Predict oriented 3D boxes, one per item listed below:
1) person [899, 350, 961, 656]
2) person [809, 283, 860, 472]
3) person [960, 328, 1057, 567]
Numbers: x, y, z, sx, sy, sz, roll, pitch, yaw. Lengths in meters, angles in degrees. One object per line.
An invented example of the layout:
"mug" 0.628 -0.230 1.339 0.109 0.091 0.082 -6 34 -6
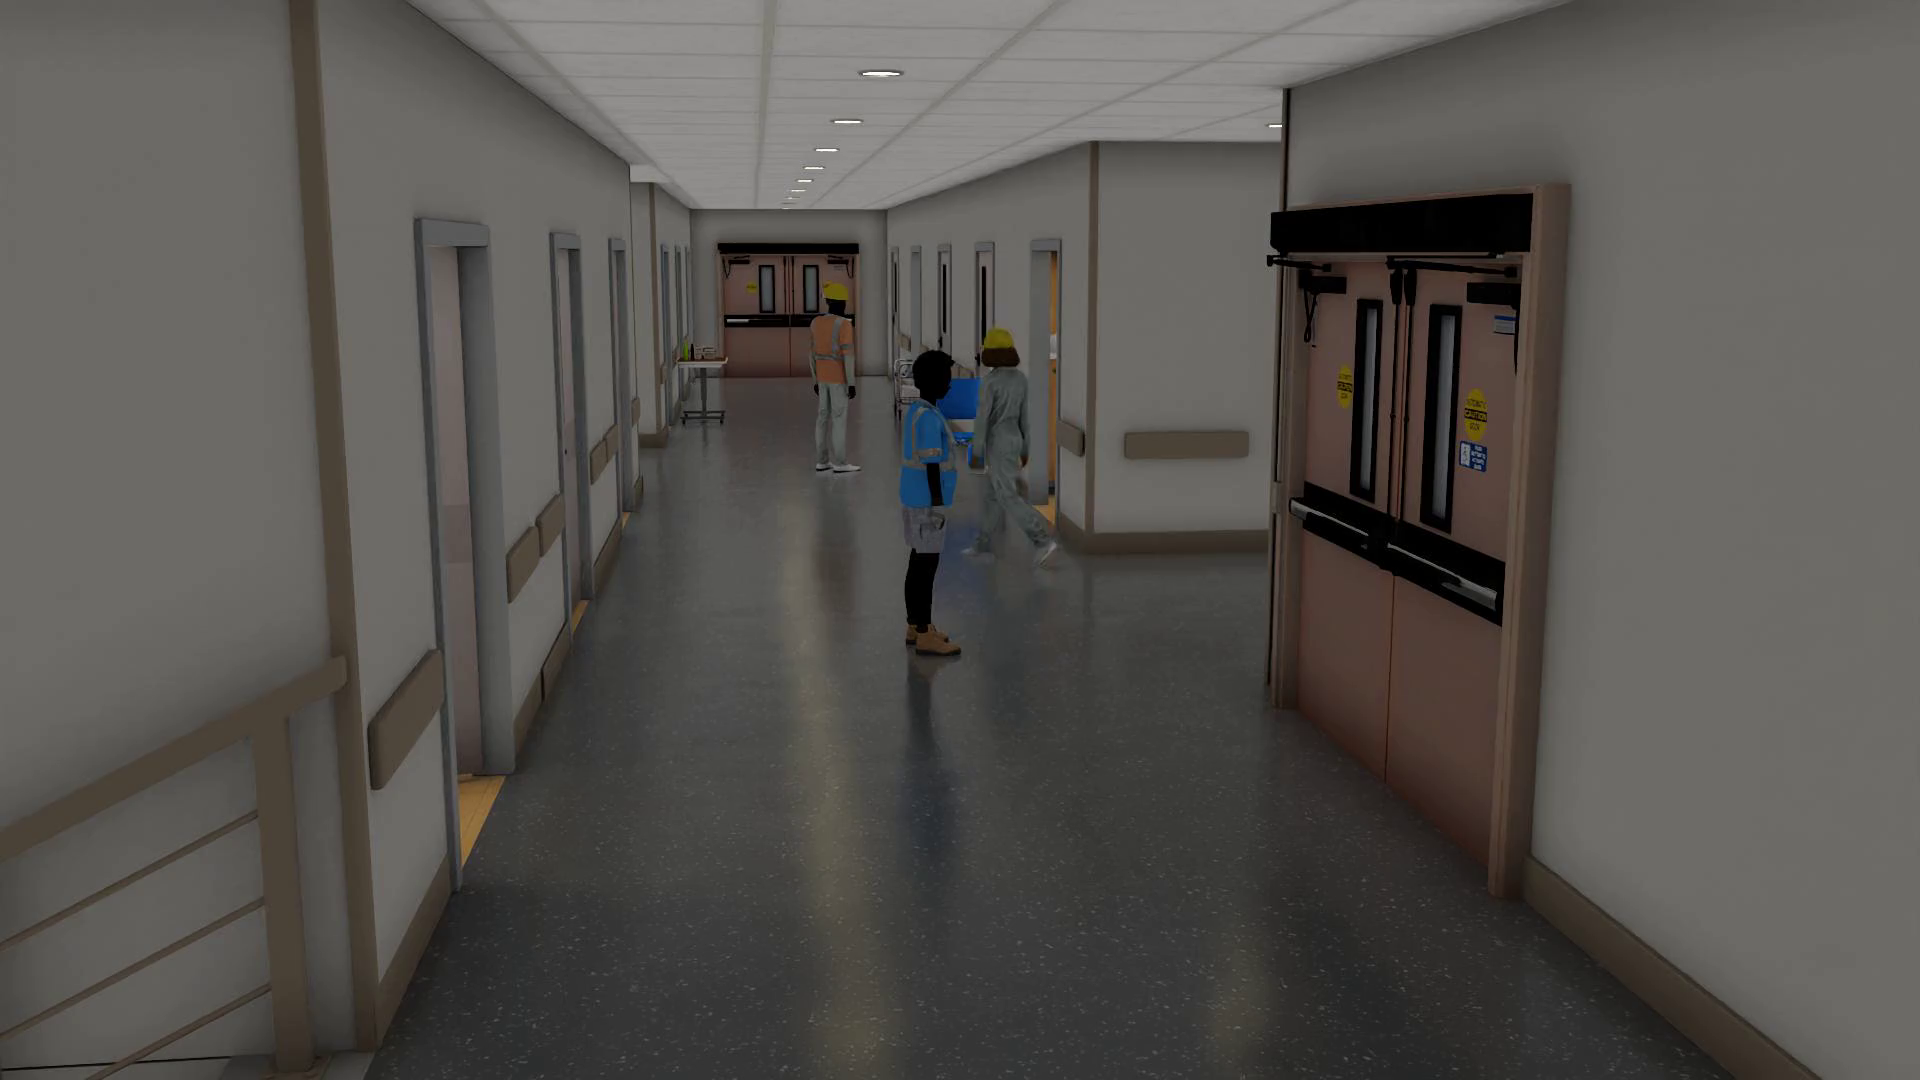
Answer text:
"person" -0.173 -0.209 9.264 0.319 1.693 0.532 -2 10 -11
"person" -1.278 -1.656 17.003 0.592 1.925 0.385 9 13 42
"person" 0.357 -0.665 11.893 0.869 1.705 0.500 7 12 37
